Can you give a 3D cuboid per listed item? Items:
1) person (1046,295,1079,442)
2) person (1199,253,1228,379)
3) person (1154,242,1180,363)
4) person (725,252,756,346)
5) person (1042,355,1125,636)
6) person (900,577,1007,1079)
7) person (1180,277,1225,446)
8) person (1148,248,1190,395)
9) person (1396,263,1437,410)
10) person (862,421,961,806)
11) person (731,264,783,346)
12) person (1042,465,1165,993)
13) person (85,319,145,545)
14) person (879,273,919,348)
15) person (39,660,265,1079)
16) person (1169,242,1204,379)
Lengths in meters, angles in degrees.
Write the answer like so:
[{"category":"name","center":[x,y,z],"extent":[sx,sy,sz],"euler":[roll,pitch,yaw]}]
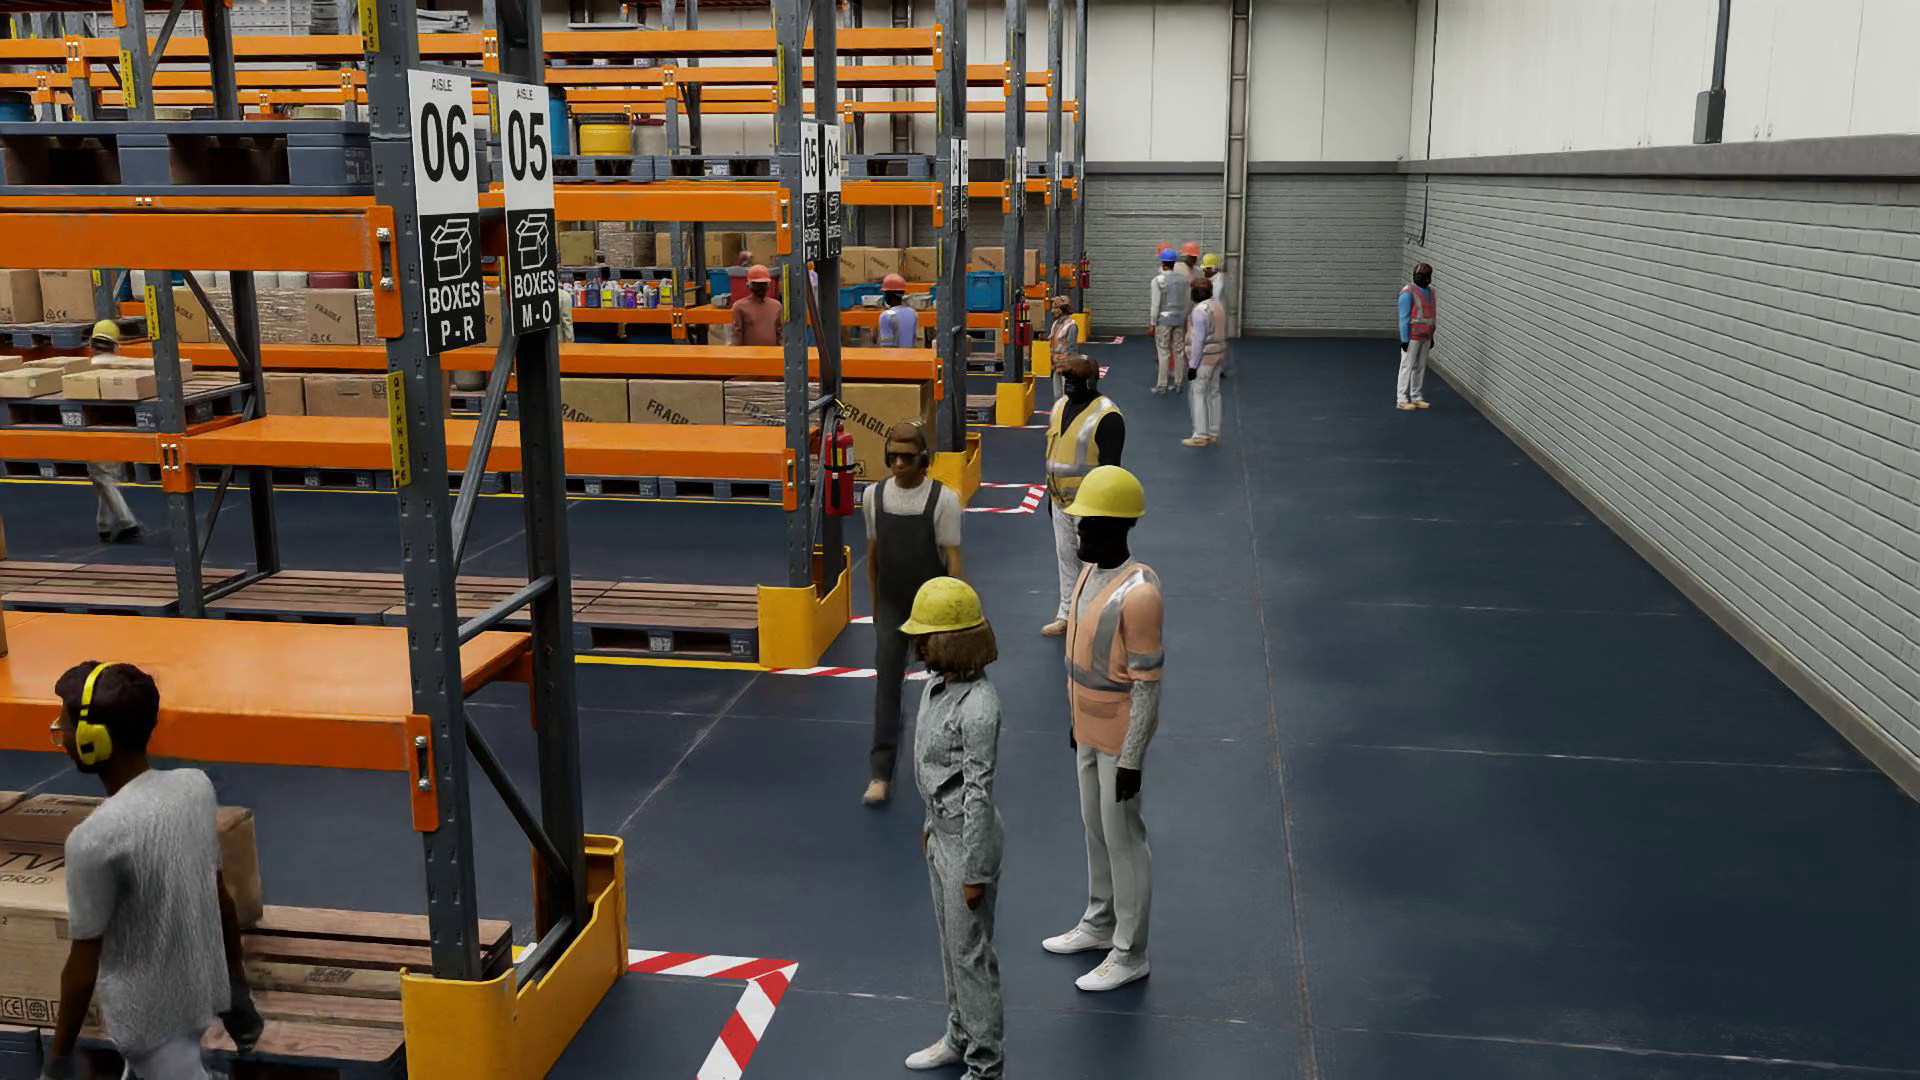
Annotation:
[{"category":"person","center":[1.135,-1.851,18.167],"extent":[0.311,1.632,0.525],"euler":[-5,13,-22]},{"category":"person","center":[3.533,-3.192,23.815],"extent":[0.663,1.799,0.608],"euler":[-1,13,-5]},{"category":"person","center":[3.293,-3.652,25.709],"extent":[0.590,1.895,0.582],"euler":[10,16,38]},{"category":"person","center":[-3.041,-3.110,23.354],"extent":[0.623,1.843,0.865],"euler":[2,13,10]},{"category":"person","center":[0.757,-0.252,10.491],"extent":[0.429,1.837,0.632],"euler":[-8,15,-32]},{"category":"person","center":[-0.028,0.958,5.253],"extent":[0.320,1.737,0.487],"euler":[-3,13,-14]},{"category":"person","center":[2.652,-1.932,18.101],"extent":[0.438,1.828,0.674],"euler":[8,15,32]},{"category":"person","center":[2.785,-2.915,22.241],"extent":[0.603,1.949,0.397],"euler":[-7,14,-29]},{"category":"person","center":[5.736,-2.544,20.847],"extent":[0.618,1.836,0.432],"euler":[-10,16,-39]},{"category":"person","center":[-0.227,0.308,8.060],"extent":[0.523,1.796,0.984],"euler":[4,13,16]},{"category":"person","center":[-2.115,-1.900,17.555],"extent":[0.608,1.995,0.377],"euler":[-10,16,-37]},{"category":"person","center":[0.535,0.679,6.057],"extent":[0.356,1.930,0.592],"euler":[-4,13,-16]},{"category":"person","center":[-6.819,-0.845,13.264],"extent":[0.603,1.794,0.676],"euler":[7,14,29]},{"category":"person","center":[-0.655,-1.728,16.936],"extent":[0.393,1.937,0.559],"euler":[9,15,35]},{"category":"person","center":[-1.954,1.182,4.075],"extent":[0.993,1.815,0.537],"euler":[0,12,1]},{"category":"person","center":[3.297,-3.310,24.003],"extent":[0.619,1.941,0.937],"euler":[-8,15,-32]}]
